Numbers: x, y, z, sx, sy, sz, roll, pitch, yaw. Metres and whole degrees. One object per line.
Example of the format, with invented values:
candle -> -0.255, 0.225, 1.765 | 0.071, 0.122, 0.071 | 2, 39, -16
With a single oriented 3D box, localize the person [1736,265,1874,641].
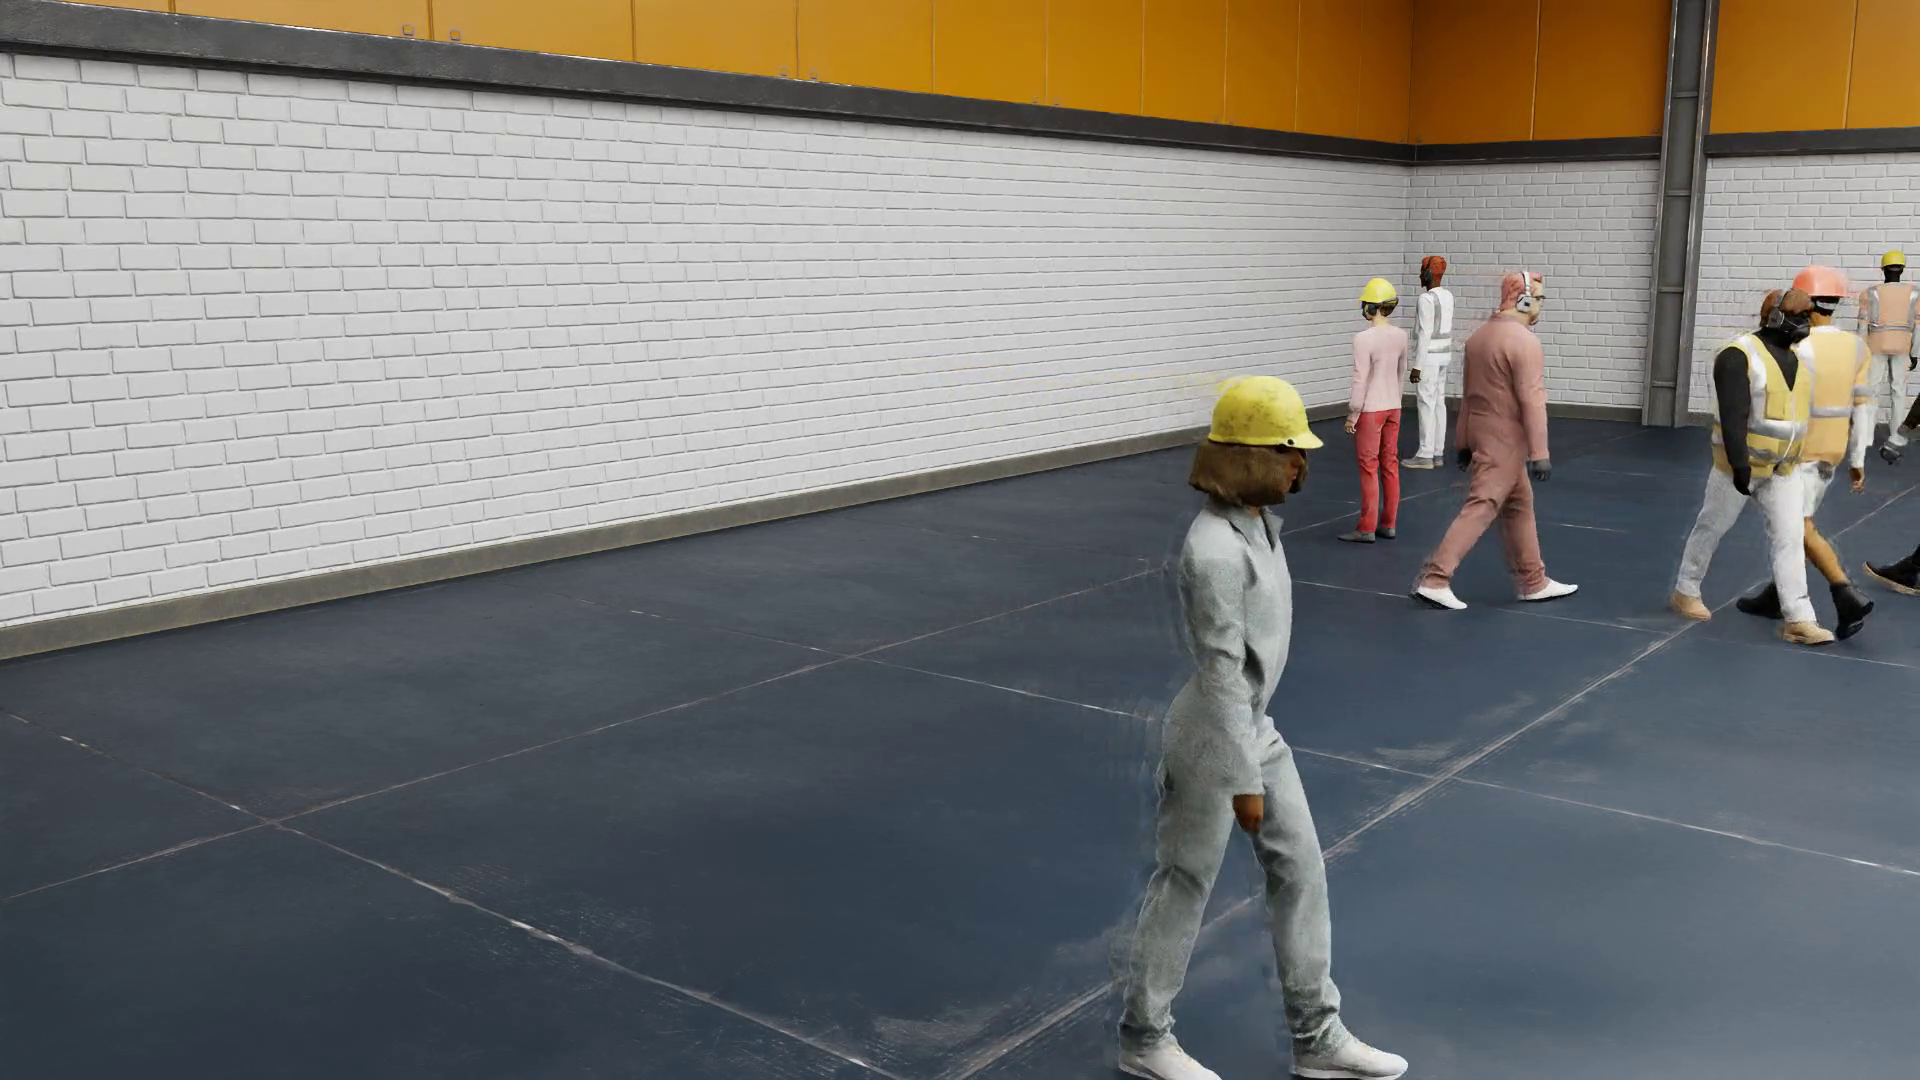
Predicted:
person -> 4.434, -0.454, 8.553 | 0.564, 1.905, 0.929 | -3, 11, -16

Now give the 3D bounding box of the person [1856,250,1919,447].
person -> 9.053, -1.858, 16.248 | 0.585, 1.924, 0.375 | 3, 11, 16

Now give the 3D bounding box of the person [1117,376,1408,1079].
person -> 0.723, 0.486, 3.847 | 0.782, 1.713, 0.508 | 5, 11, 24

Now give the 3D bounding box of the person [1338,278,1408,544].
person -> 2.777, -0.860, 11.148 | 0.525, 1.772, 0.307 | -8, 13, -39

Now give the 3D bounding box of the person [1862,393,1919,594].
person -> 5.506, -0.558, 9.101 | 0.613, 1.905, 1.035 | -6, 12, -30

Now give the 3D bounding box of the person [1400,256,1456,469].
person -> 4.179, -1.576, 14.802 | 0.349, 1.882, 0.584 | 8, 13, 38

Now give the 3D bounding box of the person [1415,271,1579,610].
person -> 2.952, -0.533, 9.113 | 0.968, 1.867, 0.661 | -1, 10, -3

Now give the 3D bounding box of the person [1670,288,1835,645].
person -> 4.110, -0.400, 8.572 | 0.626, 1.788, 1.012 | -3, 11, -15
